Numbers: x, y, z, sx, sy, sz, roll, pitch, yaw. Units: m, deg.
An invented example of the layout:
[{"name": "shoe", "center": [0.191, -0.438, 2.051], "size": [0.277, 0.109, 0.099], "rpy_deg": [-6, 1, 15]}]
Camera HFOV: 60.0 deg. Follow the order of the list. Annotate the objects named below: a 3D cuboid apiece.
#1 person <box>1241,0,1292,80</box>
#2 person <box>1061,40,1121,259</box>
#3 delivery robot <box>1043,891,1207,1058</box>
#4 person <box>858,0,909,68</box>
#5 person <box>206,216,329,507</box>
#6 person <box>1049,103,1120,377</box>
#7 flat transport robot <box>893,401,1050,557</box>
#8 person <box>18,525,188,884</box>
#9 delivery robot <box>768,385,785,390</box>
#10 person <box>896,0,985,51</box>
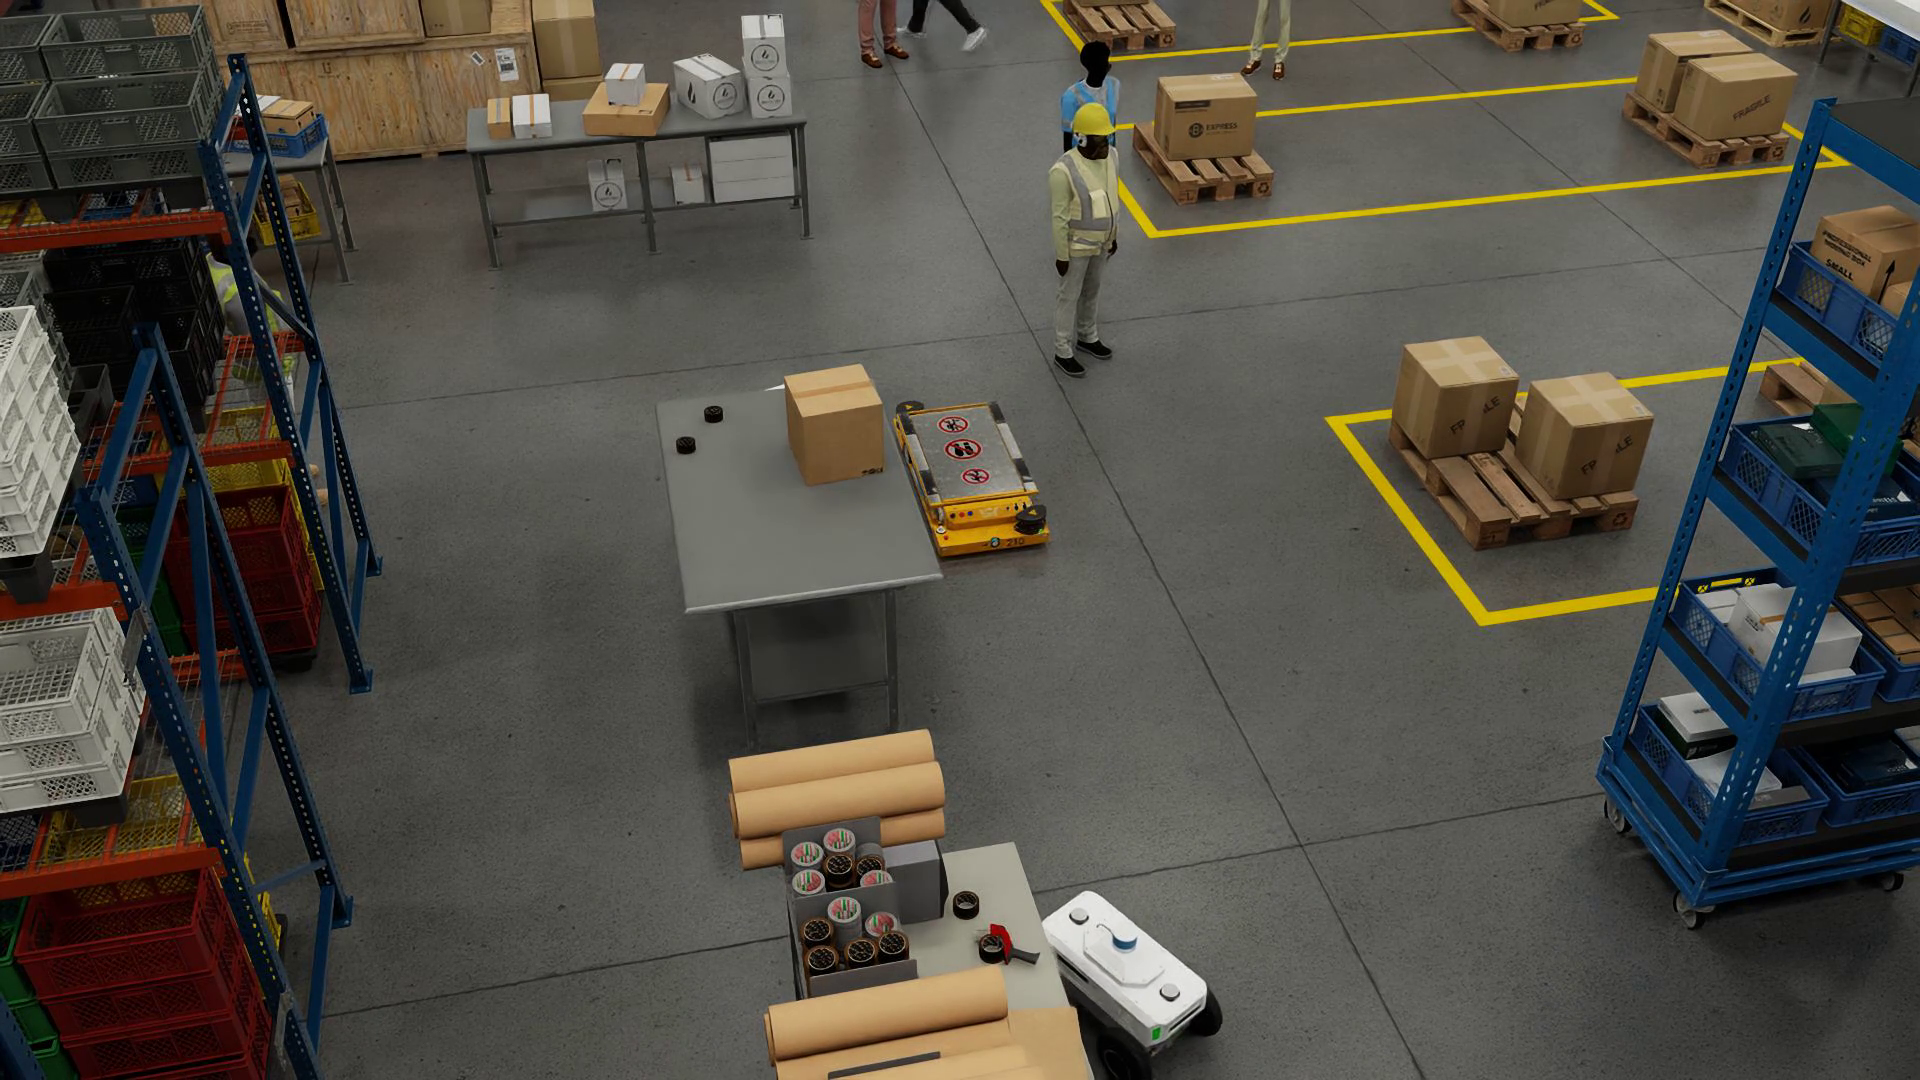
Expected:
[{"name": "person", "center": [2.892, -5.131, 15.103], "size": [0.518, 1.865, 0.329], "rpy_deg": [15, 39, 19]}, {"name": "person", "center": [0.943, -2.812, 12.122], "size": [0.536, 1.696, 0.322], "rpy_deg": [-25, 44, -30]}, {"name": "delivery robot", "center": [0.665, 1.768, 6.842], "size": [0.477, 0.478, 0.707], "rpy_deg": [-27, 45, -32]}, {"name": "person", "center": [-0.741, -5.356, 15.379], "size": [0.641, 1.900, 0.404], "rpy_deg": [-29, 46, -33]}, {"name": "person", "center": [-4.015, -1.026, 9.603], "size": [0.429, 1.842, 0.637], "rpy_deg": [-23, 42, -27]}, {"name": "person", "center": [0.830, -1.966, 10.870], "size": [0.404, 1.837, 0.589], "rpy_deg": [28, 45, 33]}, {"name": "flat transport robot", "center": [0.046, -0.430, 10.108], "size": [0.652, 0.197, 1.431], "rpy_deg": [-8, 37, -10]}, {"name": "person", "center": [-3.596, 0.755, 7.137], "size": [0.626, 1.932, 0.364], "rpy_deg": [15, 39, 19]}, {"name": "delivery robot", "center": [-0.994, -0.683, 10.136], "size": [0.477, 0.478, 0.707], "rpy_deg": [-21, 41, -25]}, {"name": "person", "center": [-0.201, -5.610, 15.750], "size": [0.981, 1.874, 0.606], "rpy_deg": [15, 39, 19]}]
